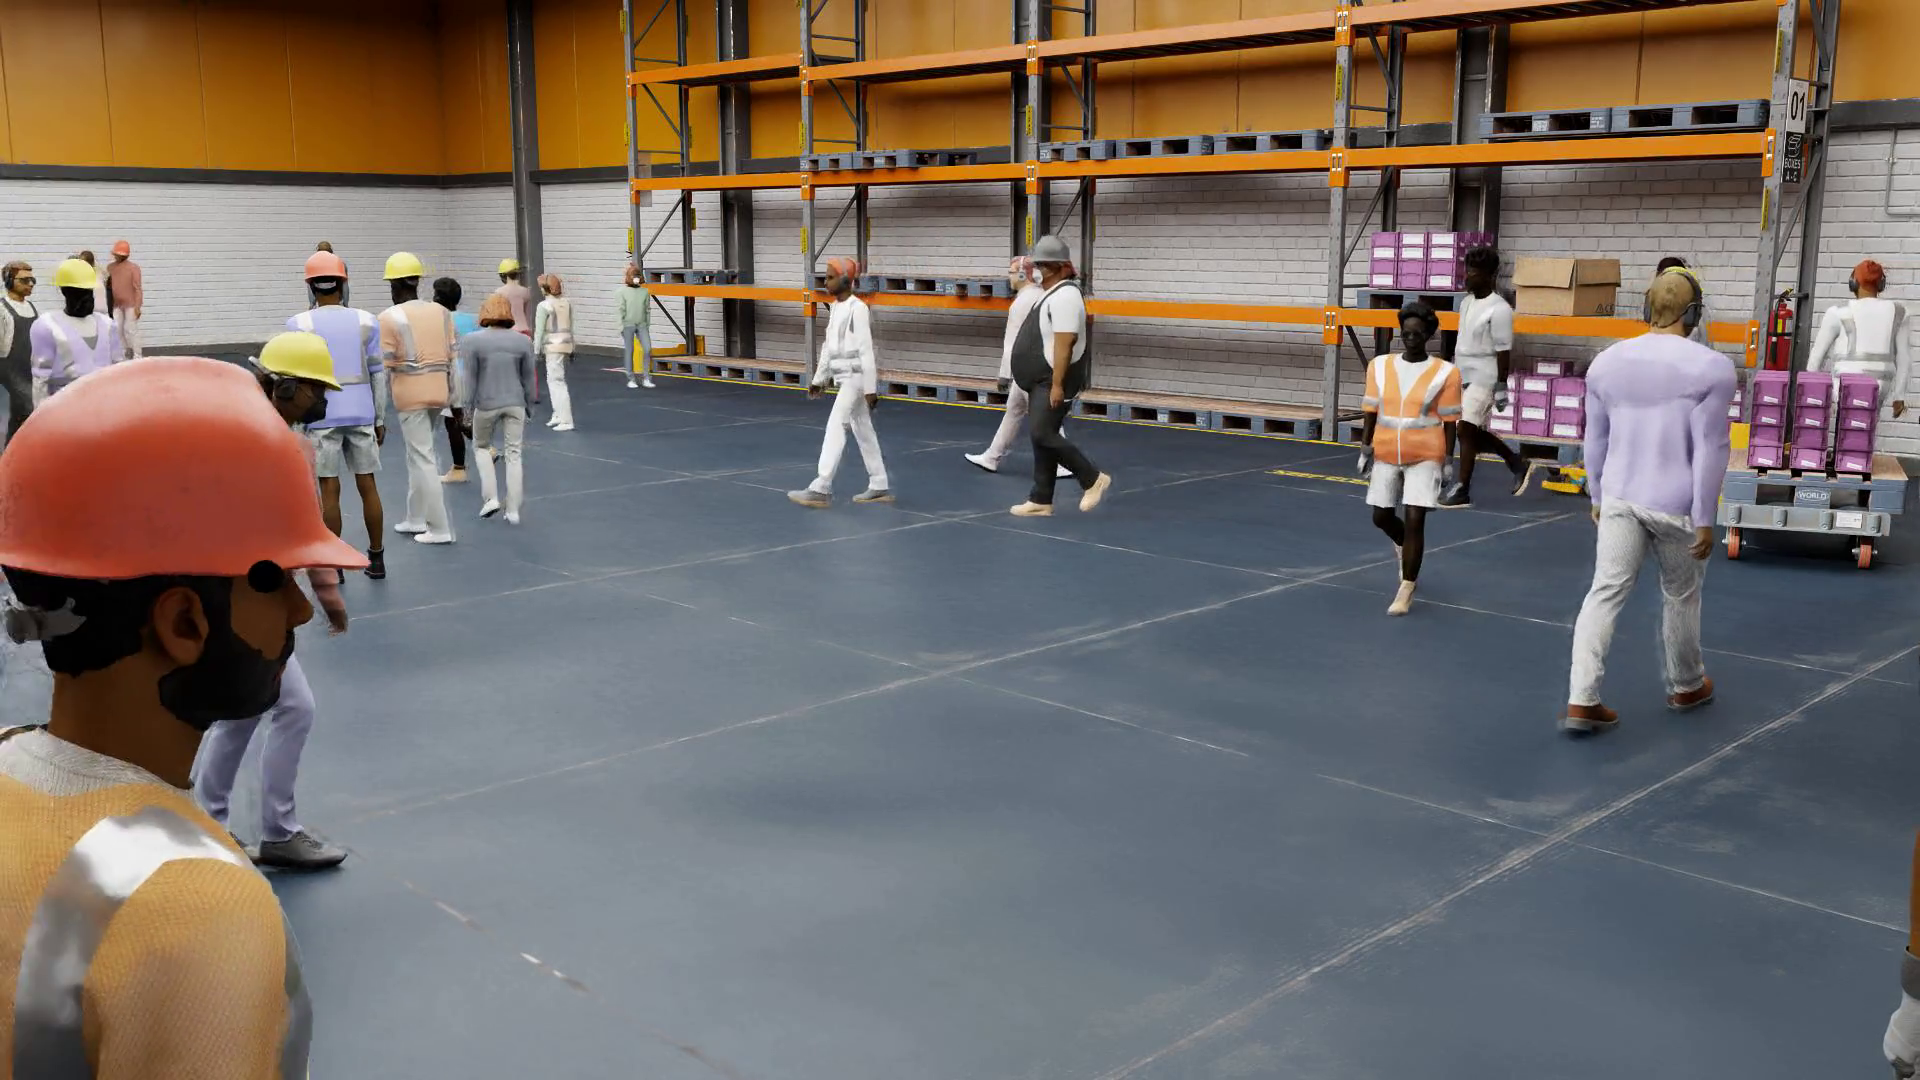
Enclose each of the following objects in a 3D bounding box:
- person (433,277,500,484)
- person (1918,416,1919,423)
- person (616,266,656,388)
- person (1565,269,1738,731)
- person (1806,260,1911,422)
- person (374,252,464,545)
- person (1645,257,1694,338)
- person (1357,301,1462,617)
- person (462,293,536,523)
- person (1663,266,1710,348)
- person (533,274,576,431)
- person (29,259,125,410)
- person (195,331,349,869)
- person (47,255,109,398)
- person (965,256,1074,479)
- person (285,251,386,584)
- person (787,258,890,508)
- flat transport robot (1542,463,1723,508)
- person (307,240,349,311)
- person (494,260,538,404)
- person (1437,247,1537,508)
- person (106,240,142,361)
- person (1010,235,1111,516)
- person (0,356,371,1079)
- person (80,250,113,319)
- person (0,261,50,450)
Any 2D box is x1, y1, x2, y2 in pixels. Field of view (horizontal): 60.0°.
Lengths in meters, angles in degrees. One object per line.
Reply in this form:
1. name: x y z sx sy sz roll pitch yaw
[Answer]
1. person: -4.070 -1.285 13.494 0.415 1.683 0.552 2 11 10
2. person: 6.695 -0.885 11.058 0.604 1.785 0.850 -2 11 -11
3. person: -4.272 -2.798 21.977 0.507 1.613 0.638 -6 12 -31
4. person: 2.843 -0.159 6.847 1.014 1.889 0.648 -9 14 -40
5. person: 6.390 -1.068 11.910 0.620 1.829 0.978 1 10 6
6. person: -3.645 -0.921 10.923 0.751 1.900 0.619 5 12 27
7. person: 5.387 -1.221 12.705 0.980 1.850 0.626 3 11 14
8. person: 2.459 -0.461 9.026 0.535 1.678 0.665 7 13 34
9. person: -3.255 -0.927 11.740 0.539 1.615 0.442 -5 12 -27
10. person: 5.401 -1.168 12.594 0.605 1.794 0.624 5 11 24
11. person: -4.241 -1.939 17.244 0.576 1.616 0.539 4 11 23
12. person: -5.564 -0.841 10.586 0.984 1.877 0.604 4 11 20
13. person: -2.220 0.205 5.285 0.635 1.709 0.545 0 10 -1
14. person: -10.349 -2.470 19.700 0.950 1.793 0.633 0 10 2
15. person: 0.521 -1.436 13.902 1.045 1.844 0.663 3 11 17
16. person: -3.627 -0.705 9.691 0.542 1.930 0.374 -7 13 -35
17. person: -0.923 -1.165 12.431 0.923 1.842 0.590 -3 11 -18
18. flat transport robot: 5.321 -0.451 12.835 1.431 0.197 0.652 9 14 41
19. person: -9.901 -3.715 26.086 0.631 1.936 0.362 -7 13 -34
20. person: -5.418 -2.503 20.052 0.895 1.713 0.549 8 13 37
21. person: 3.941 -1.202 12.378 0.800 1.939 0.618 -1 10 -6
22. person: -12.646 -3.560 25.203 0.648 1.947 0.518 3 11 13
23. person: 0.680 -1.158 11.857 0.644 2.000 0.698 -1 10 -5
24. person: -0.724 0.799 1.531 0.563 1.920 0.464 8 13 37
25. person: -13.030 -3.439 24.961 0.630 1.809 0.832 -9 14 -40
26. person: -7.199 -1.252 12.974 0.851 1.815 0.551 1 10 4
